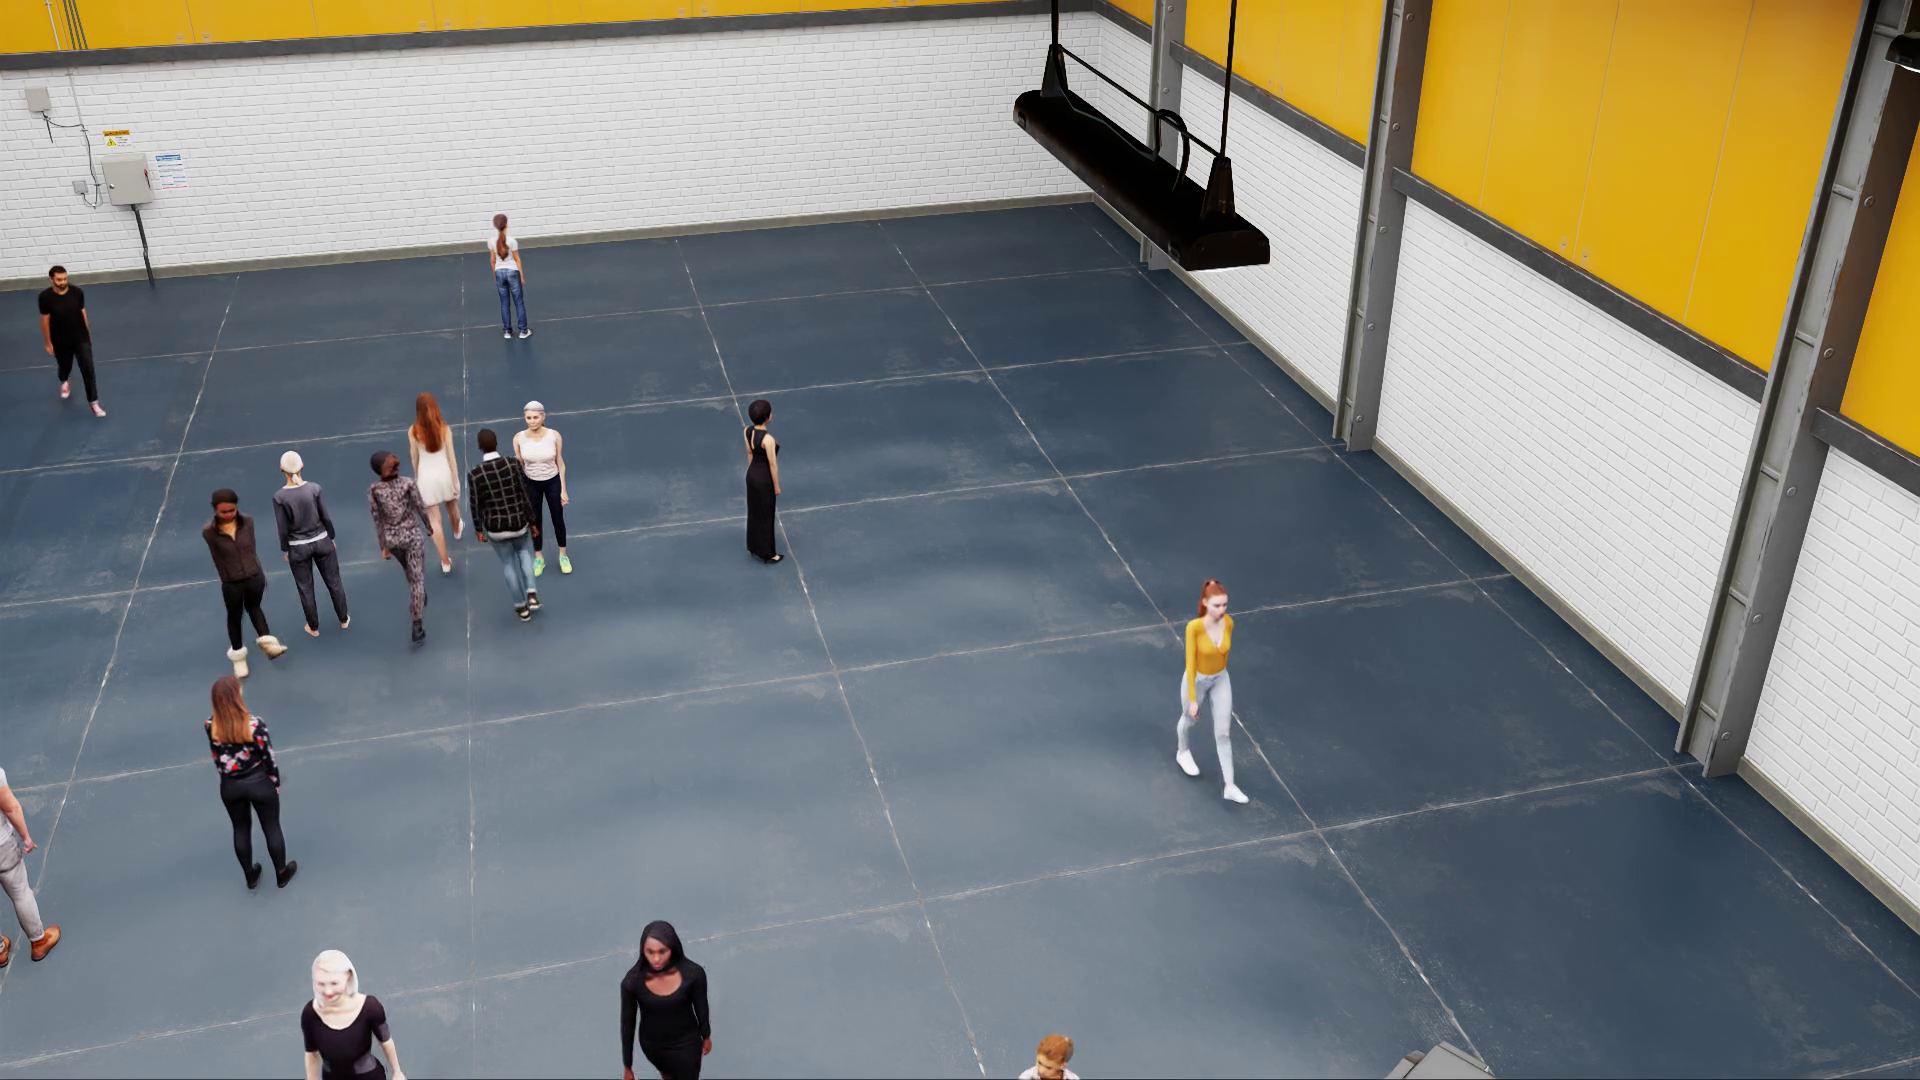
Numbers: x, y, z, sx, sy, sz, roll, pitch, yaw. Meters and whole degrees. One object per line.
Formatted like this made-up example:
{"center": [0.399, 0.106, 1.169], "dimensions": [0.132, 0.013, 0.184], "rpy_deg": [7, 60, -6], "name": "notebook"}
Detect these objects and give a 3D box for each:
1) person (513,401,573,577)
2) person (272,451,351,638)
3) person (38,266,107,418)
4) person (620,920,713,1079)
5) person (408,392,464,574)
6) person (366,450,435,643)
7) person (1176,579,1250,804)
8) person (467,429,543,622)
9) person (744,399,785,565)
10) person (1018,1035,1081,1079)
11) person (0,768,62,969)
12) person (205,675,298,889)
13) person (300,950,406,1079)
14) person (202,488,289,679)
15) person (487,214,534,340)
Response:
{"center": [-3.814, -0.488, 15.220], "dimensions": [0.601, 1.702, 0.538], "rpy_deg": [-5, 29, -10], "name": "person"}
{"center": [-5.582, 0.021, 14.262], "dimensions": [0.653, 1.726, 0.607], "rpy_deg": [-16, 32, -26], "name": "person"}
{"center": [-9.887, -2.236, 18.426], "dimensions": [1.029, 1.701, 1.304], "rpy_deg": [-22, 35, -34], "name": "person"}
{"center": [-1.614, 2.776, 9.275], "dimensions": [0.774, 1.664, 1.234], "rpy_deg": [-3, 29, -5], "name": "person"}
{"center": [-4.814, -0.497, 15.283], "dimensions": [0.630, 1.658, 1.151], "rpy_deg": [-5, 29, -10], "name": "person"}
{"center": [-4.756, 0.072, 14.238], "dimensions": [0.680, 1.659, 1.211], "rpy_deg": [-4, 29, -8], "name": "person"}
{"center": [1.765, 1.055, 12.379], "dimensions": [0.665, 1.714, 1.096], "rpy_deg": [-10, 30, -18], "name": "person"}
{"center": [-3.901, -0.074, 14.360], "dimensions": [0.749, 1.798, 0.736], "rpy_deg": [-11, 31, -20], "name": "person"}
{"center": [-1.848, -0.544, 15.431], "dimensions": [0.717, 1.598, 0.615], "rpy_deg": [-25, 37, -38], "name": "person"}
{"center": [0.473, 3.150, 8.960], "dimensions": [0.590, 1.310, 0.594], "rpy_deg": [4, 29, 6], "name": "person"}
{"center": [-6.248, 1.947, 10.625], "dimensions": [0.688, 1.827, 0.516], "rpy_deg": [-8, 30, -13], "name": "person"}
{"center": [-4.843, 1.654, 11.312], "dimensions": [0.603, 1.683, 0.569], "rpy_deg": [-1, 29, -3], "name": "person"}
{"center": [-3.224, 2.890, 8.955], "dimensions": [0.766, 1.773, 1.224], "rpy_deg": [-2, 29, -3], "name": "person"}
{"center": [-5.894, 0.361, 13.703], "dimensions": [0.839, 1.664, 0.728], "rpy_deg": [-8, 30, -14], "name": "person"}
{"center": [-5.552, -3.251, 20.429], "dimensions": [0.602, 1.565, 0.615], "rpy_deg": [2, 29, 4], "name": "person"}
